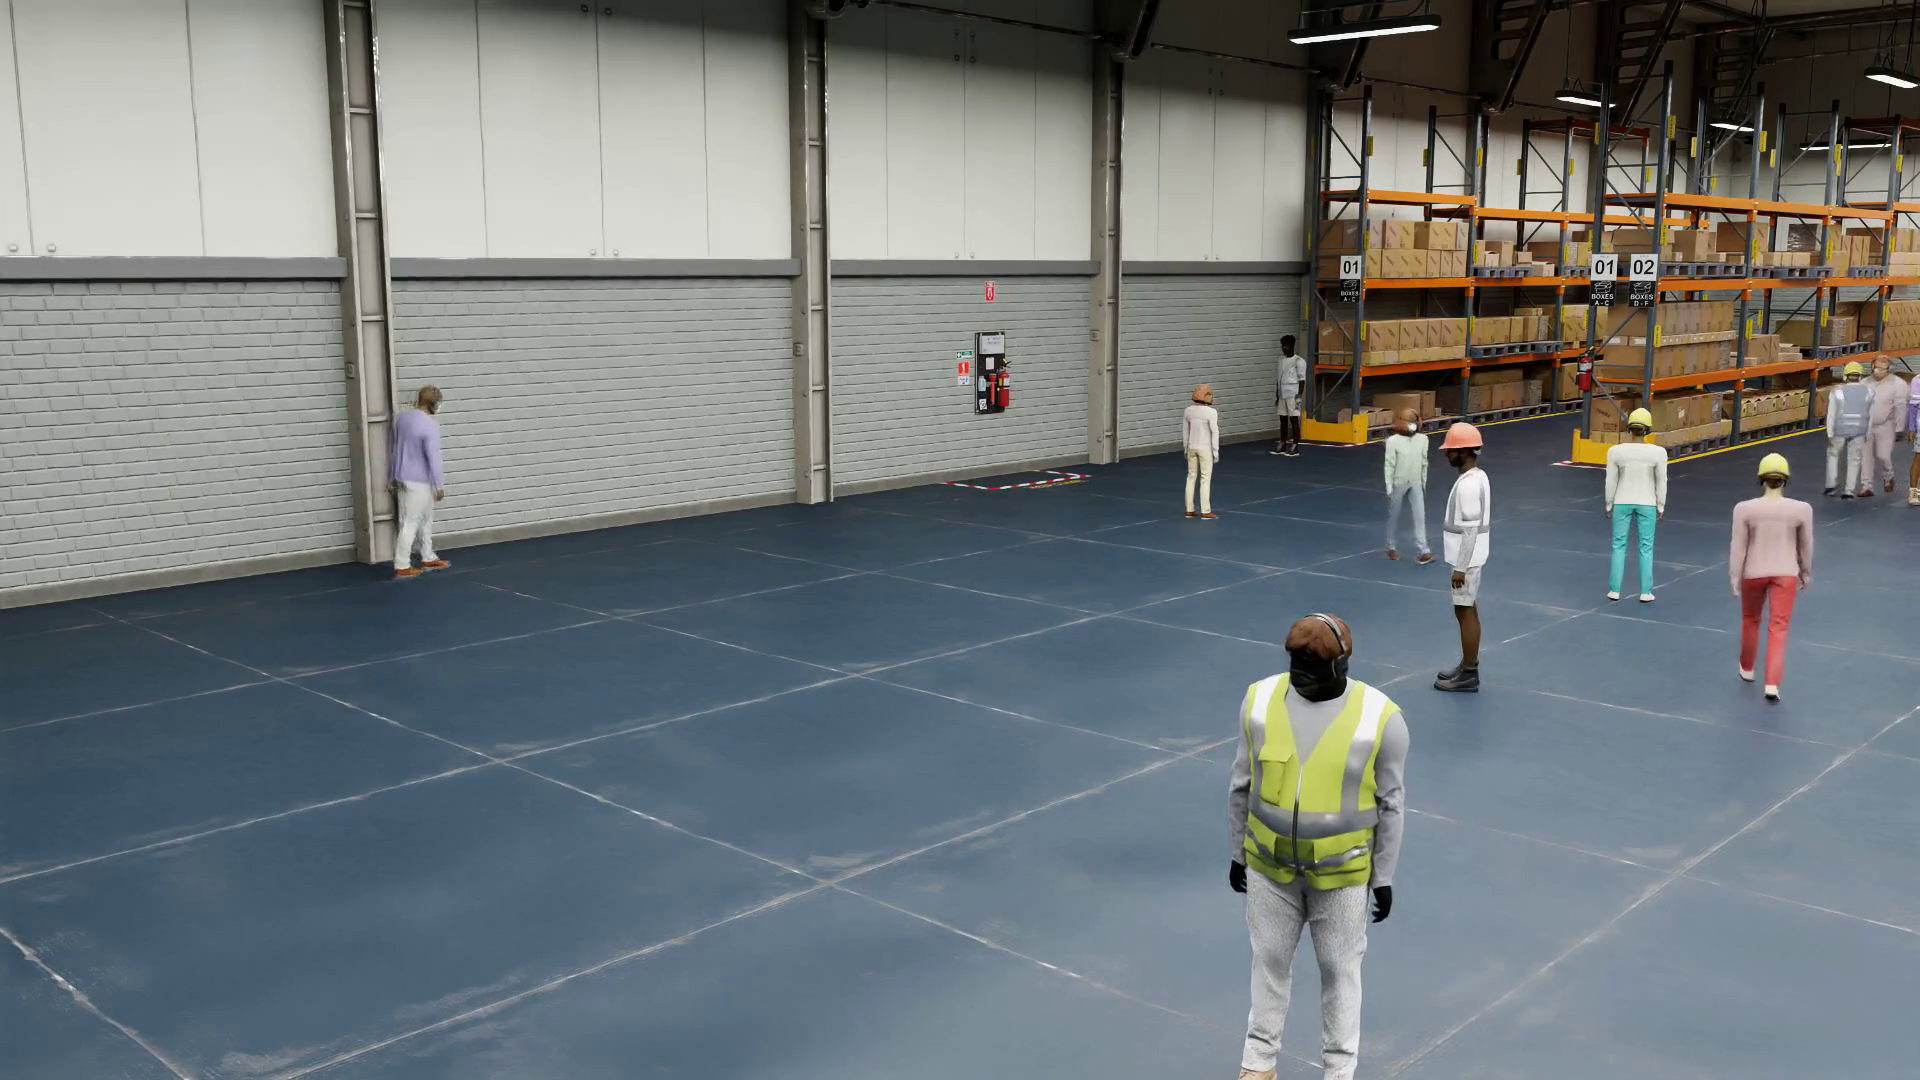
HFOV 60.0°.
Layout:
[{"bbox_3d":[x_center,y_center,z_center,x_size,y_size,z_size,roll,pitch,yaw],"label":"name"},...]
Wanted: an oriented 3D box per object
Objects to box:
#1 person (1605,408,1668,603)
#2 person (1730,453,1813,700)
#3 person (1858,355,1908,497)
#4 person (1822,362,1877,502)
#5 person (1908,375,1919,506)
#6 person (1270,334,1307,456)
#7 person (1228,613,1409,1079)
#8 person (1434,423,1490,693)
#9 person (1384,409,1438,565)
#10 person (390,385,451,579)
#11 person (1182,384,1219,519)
[{"bbox_3d":[6.123,-0.312,15.090,0.523,1.769,0.309,4,10,24],"label":"person"},{"bbox_3d":[5.764,0.247,11.845,0.527,1.722,0.921,5,10,26],"label":"person"},{"bbox_3d":[12.136,-1.503,21.982,0.499,1.883,0.669,-8,12,-41],"label":"person"},{"bbox_3d":[11.570,-1.415,21.678,0.579,1.806,0.567,3,10,15],"label":"person"},{"bbox_3d":[12.388,-1.446,21.149,0.608,2.048,0.365,1,9,9],"label":"person"},{"bbox_3d":[5.287,-2.326,26.779,0.381,1.959,0.600,-6,11,-31],"label":"person"},{"bbox_3d":[1.244,1.158,5.917,0.619,1.839,0.430,5,10,26],"label":"person"},{"bbox_3d":[3.587,0.124,11.917,0.377,1.932,0.552,4,10,22],"label":"person"},{"bbox_3d":[4.577,-0.534,16.960,0.530,1.586,0.840,-2,10,-12],"label":"person"},{"bbox_3d":[-5.242,-0.569,16.310,0.817,1.881,0.686,-9,13,-43],"label":"person"},{"bbox_3d":[2.913,-1.067,20.096,0.267,1.632,0.507,-9,13,-44],"label":"person"}]
